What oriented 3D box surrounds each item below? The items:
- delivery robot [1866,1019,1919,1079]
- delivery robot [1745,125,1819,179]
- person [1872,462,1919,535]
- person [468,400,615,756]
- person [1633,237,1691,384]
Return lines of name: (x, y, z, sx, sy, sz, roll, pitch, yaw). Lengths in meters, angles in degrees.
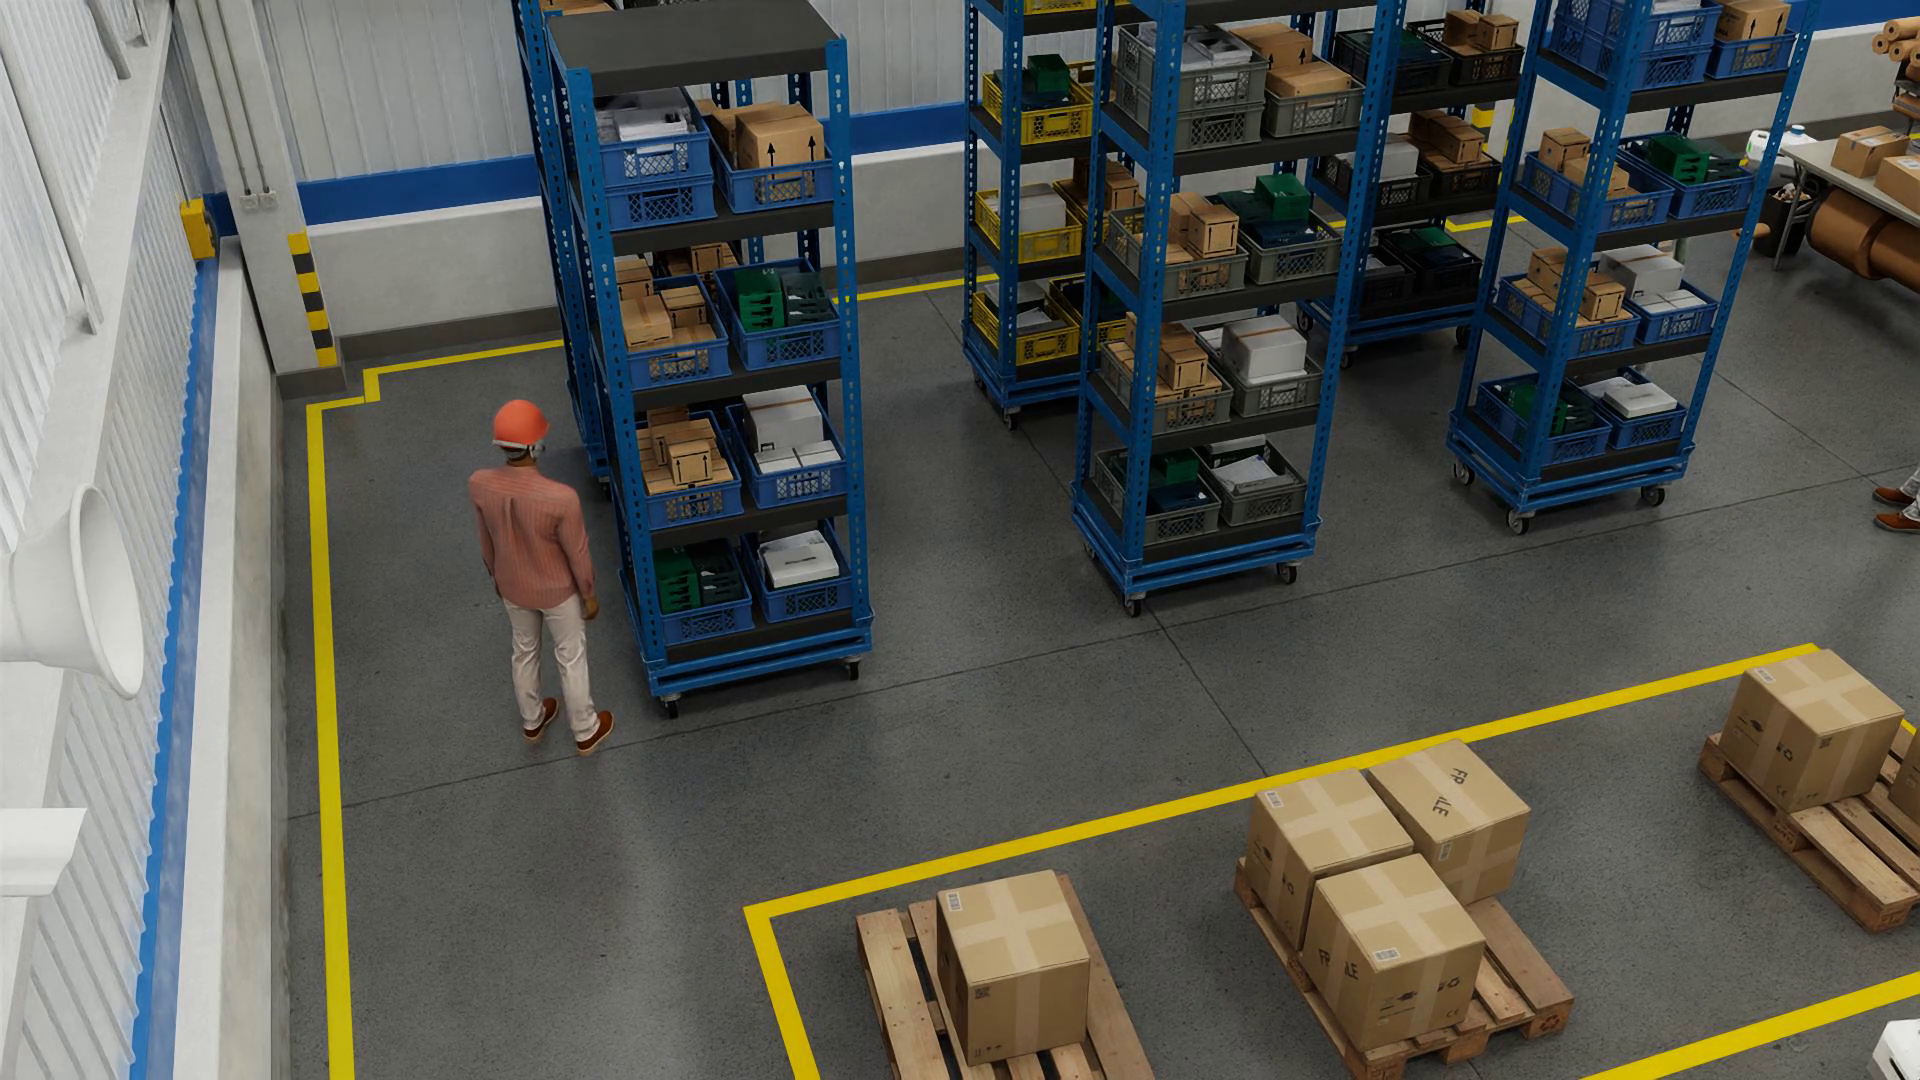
delivery robot: (3.925, 2.229, 6.548, 0.477, 0.478, 0.707, -2, 35, -4)
delivery robot: (7.236, -3.372, 14.490, 0.707, 0.478, 0.477, 19, 40, 25)
person: (5.921, -0.916, 9.894, 0.371, 1.941, 0.627, 16, 38, 21)
person: (-2.073, 0.196, 8.283, 0.610, 1.985, 0.414, 11, 37, 15)
person: (4.704, -1.826, 11.446, 0.514, 1.633, 0.311, 2, 35, 2)
